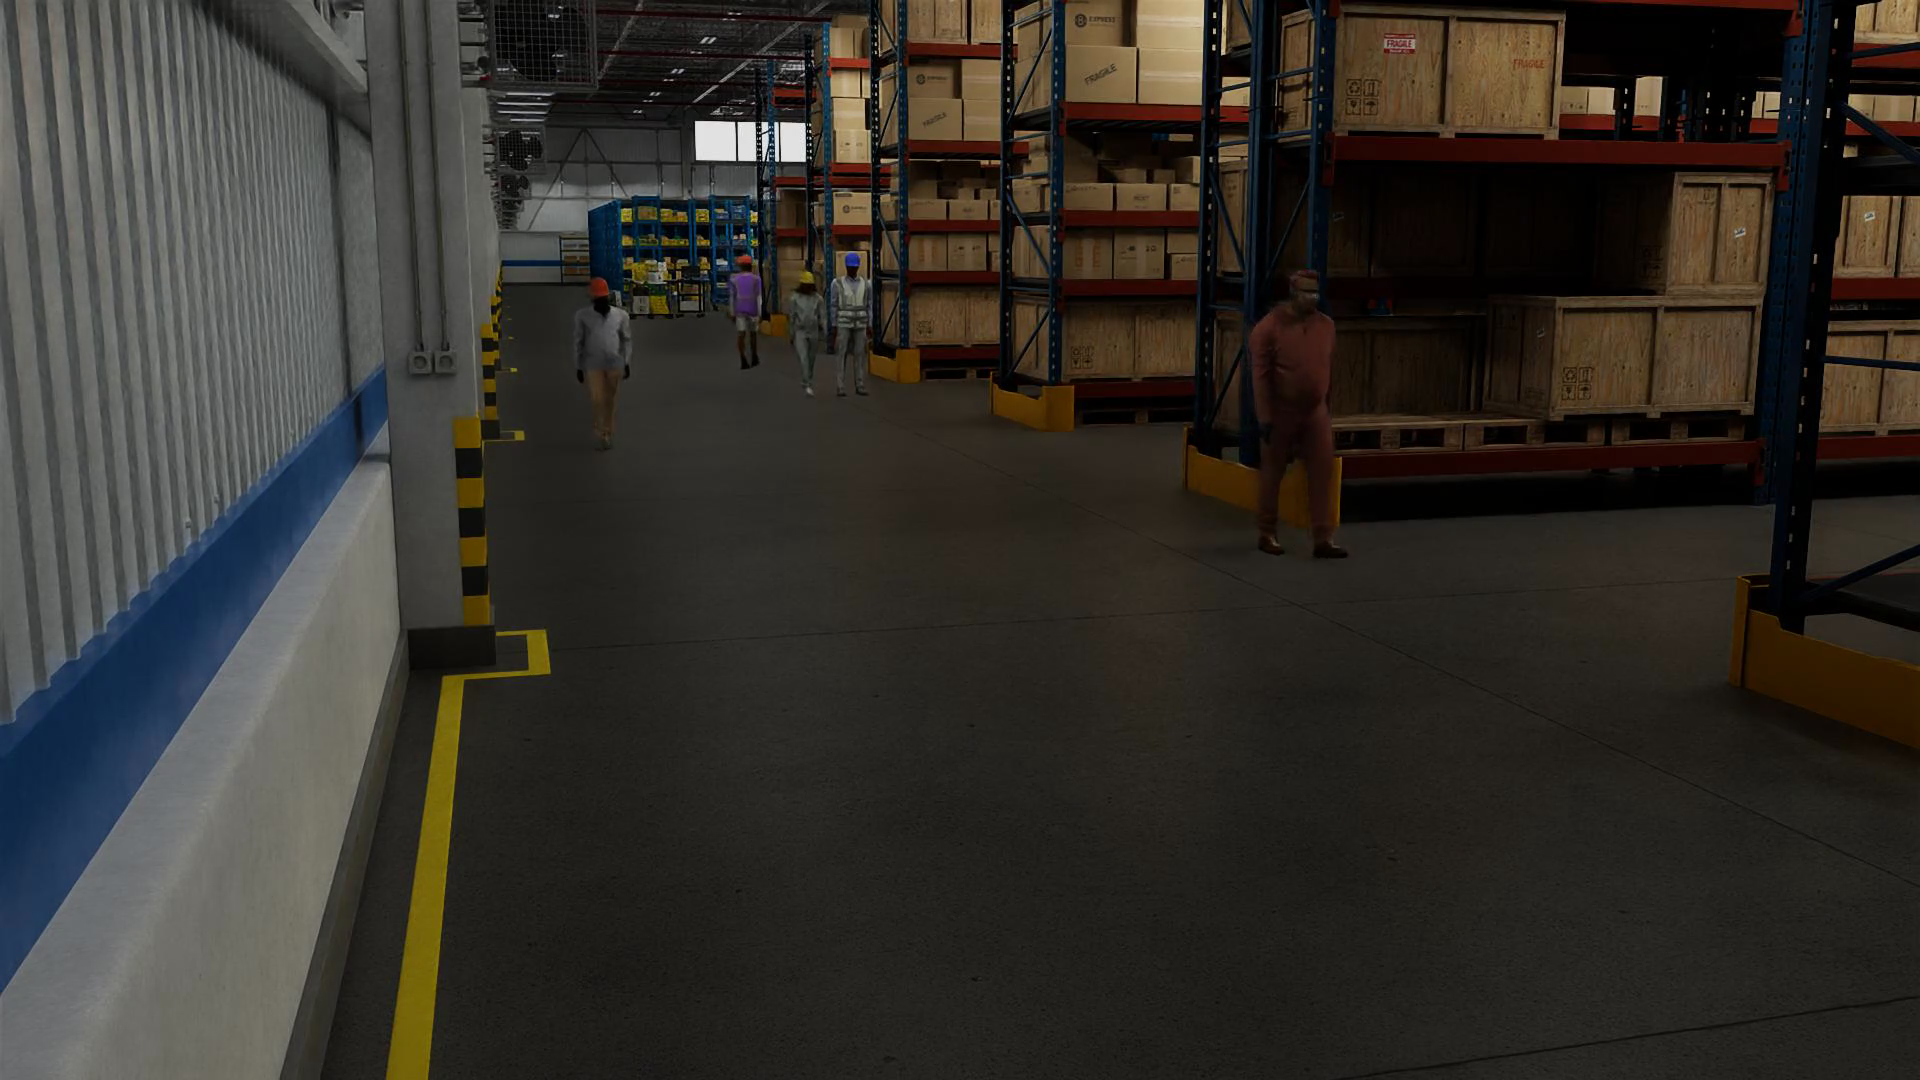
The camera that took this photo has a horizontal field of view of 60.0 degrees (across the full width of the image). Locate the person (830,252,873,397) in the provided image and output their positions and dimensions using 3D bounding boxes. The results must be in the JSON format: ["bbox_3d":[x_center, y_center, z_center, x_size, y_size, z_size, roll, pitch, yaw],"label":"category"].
[{"bbox_3d":[-1.458,-2.916,22.533,0.605,1.944,0.402,-4,11,-22],"label":"person"}]

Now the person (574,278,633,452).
[{"bbox_3d":[-3.510,-1.727,16.451,0.551,1.703,0.852,-4,11,-23],"label":"person"}]

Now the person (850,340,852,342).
[{"bbox_3d":[-2.333,-5.096,35.190,0.429,1.837,0.620,2,10,13],"label":"person"}]

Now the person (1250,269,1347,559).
[{"bbox_3d":[2.212,-0.790,10.702,0.678,1.866,0.893,-3,11,-18],"label":"person"}]

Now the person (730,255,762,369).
[{"bbox_3d":[-3.565,-3.808,27.779,0.559,1.880,1.014,0,10,3],"label":"person"}]

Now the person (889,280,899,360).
[{"bbox_3d":[-0.895,-3.823,28.020,0.607,1.818,0.611,9,13,41],"label":"person"}]

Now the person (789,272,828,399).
[{"bbox_3d":[-2.052,-2.765,22.410,0.496,1.687,0.934,-4,11,-21],"label":"person"}]
